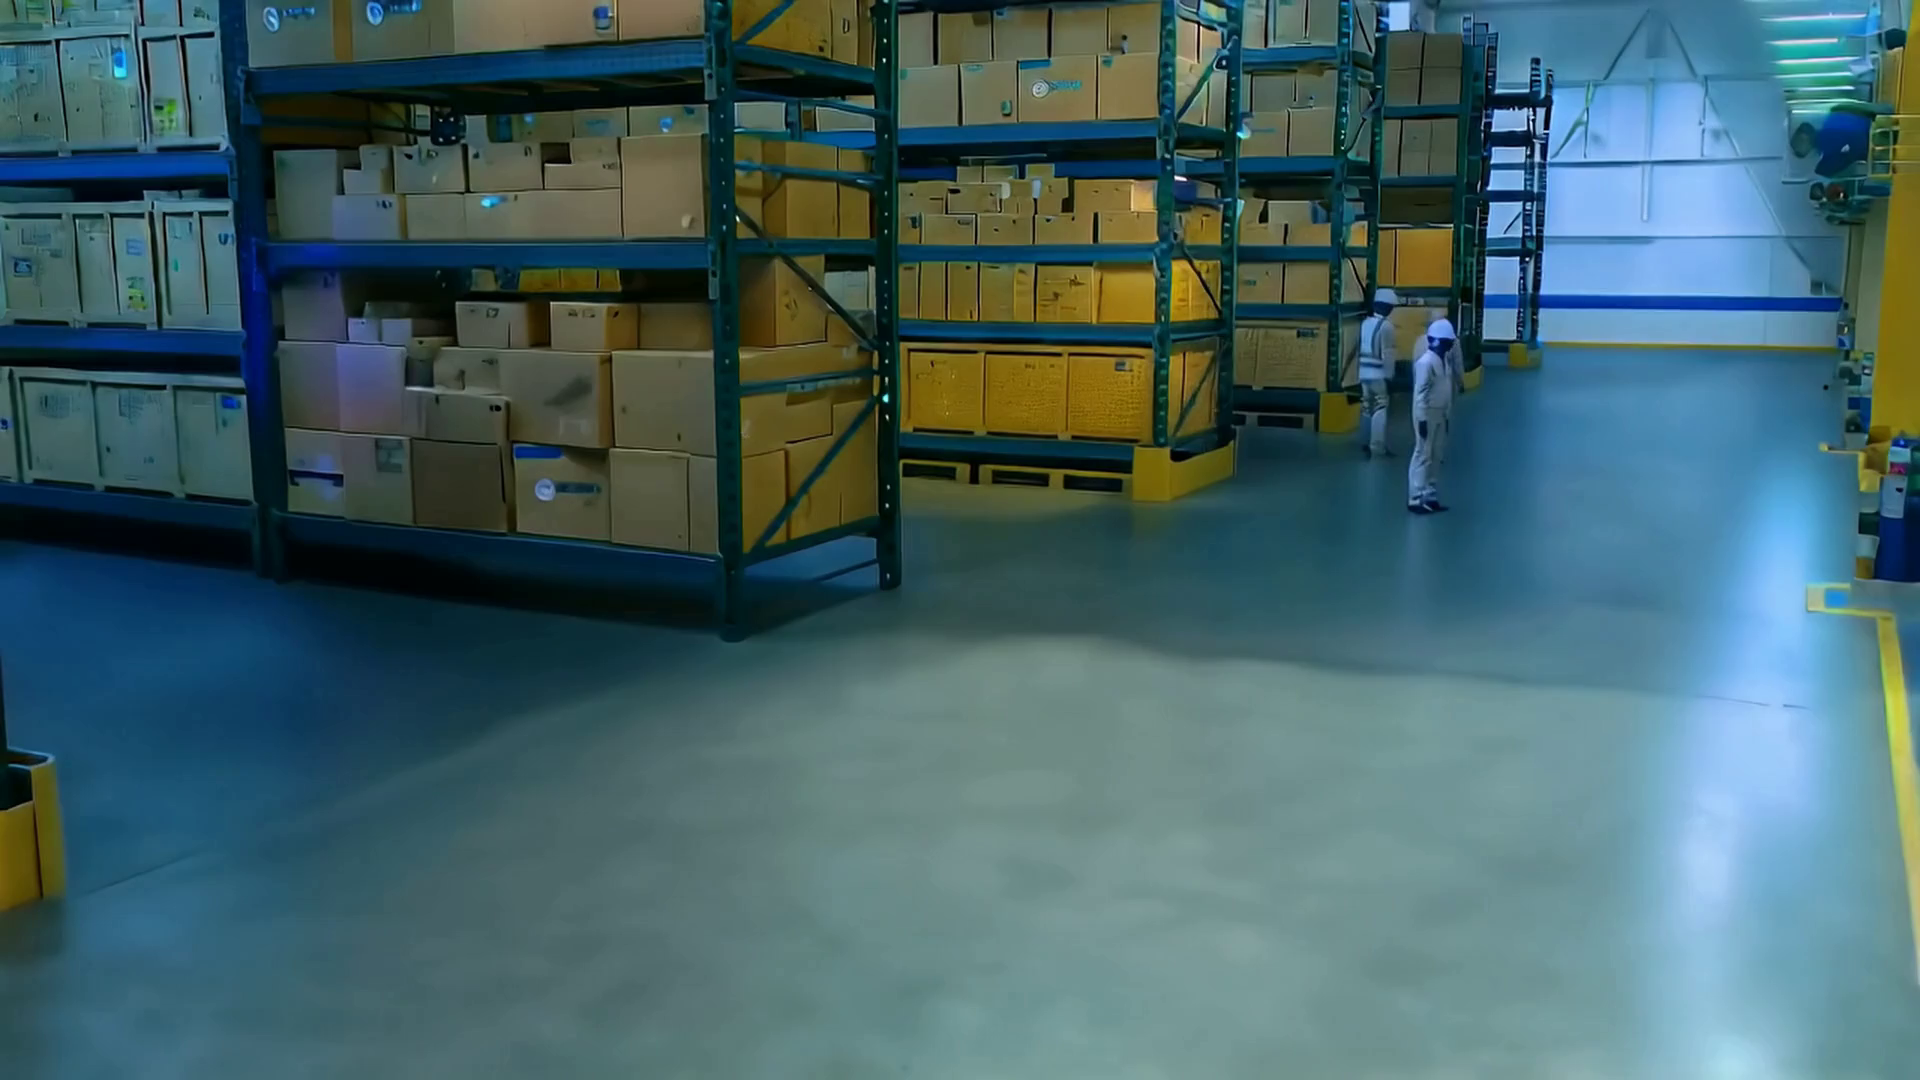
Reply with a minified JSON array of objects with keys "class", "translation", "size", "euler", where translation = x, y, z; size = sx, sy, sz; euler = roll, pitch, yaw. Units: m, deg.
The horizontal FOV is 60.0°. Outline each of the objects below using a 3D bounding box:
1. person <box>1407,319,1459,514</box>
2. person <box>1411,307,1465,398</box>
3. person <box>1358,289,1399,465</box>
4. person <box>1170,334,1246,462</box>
[{"class":"person","translation":[4.271,-1.109,14.960],"size":[0.349,1.743,0.571],"euler":[8,13,41]},{"class":"person","translation":[5.295,-1.688,18.339],"size":[0.533,1.734,0.817],"euler":[-1,10,-5]},{"class":"person","translation":[4.629,-1.800,18.395],"size":[0.401,1.938,0.603],"euler":[-3,10,-15]},{"class":"person","translation":[2.721,-1.743,18.513],"size":[0.986,1.796,0.638],"euler":[5,11,27]}]
